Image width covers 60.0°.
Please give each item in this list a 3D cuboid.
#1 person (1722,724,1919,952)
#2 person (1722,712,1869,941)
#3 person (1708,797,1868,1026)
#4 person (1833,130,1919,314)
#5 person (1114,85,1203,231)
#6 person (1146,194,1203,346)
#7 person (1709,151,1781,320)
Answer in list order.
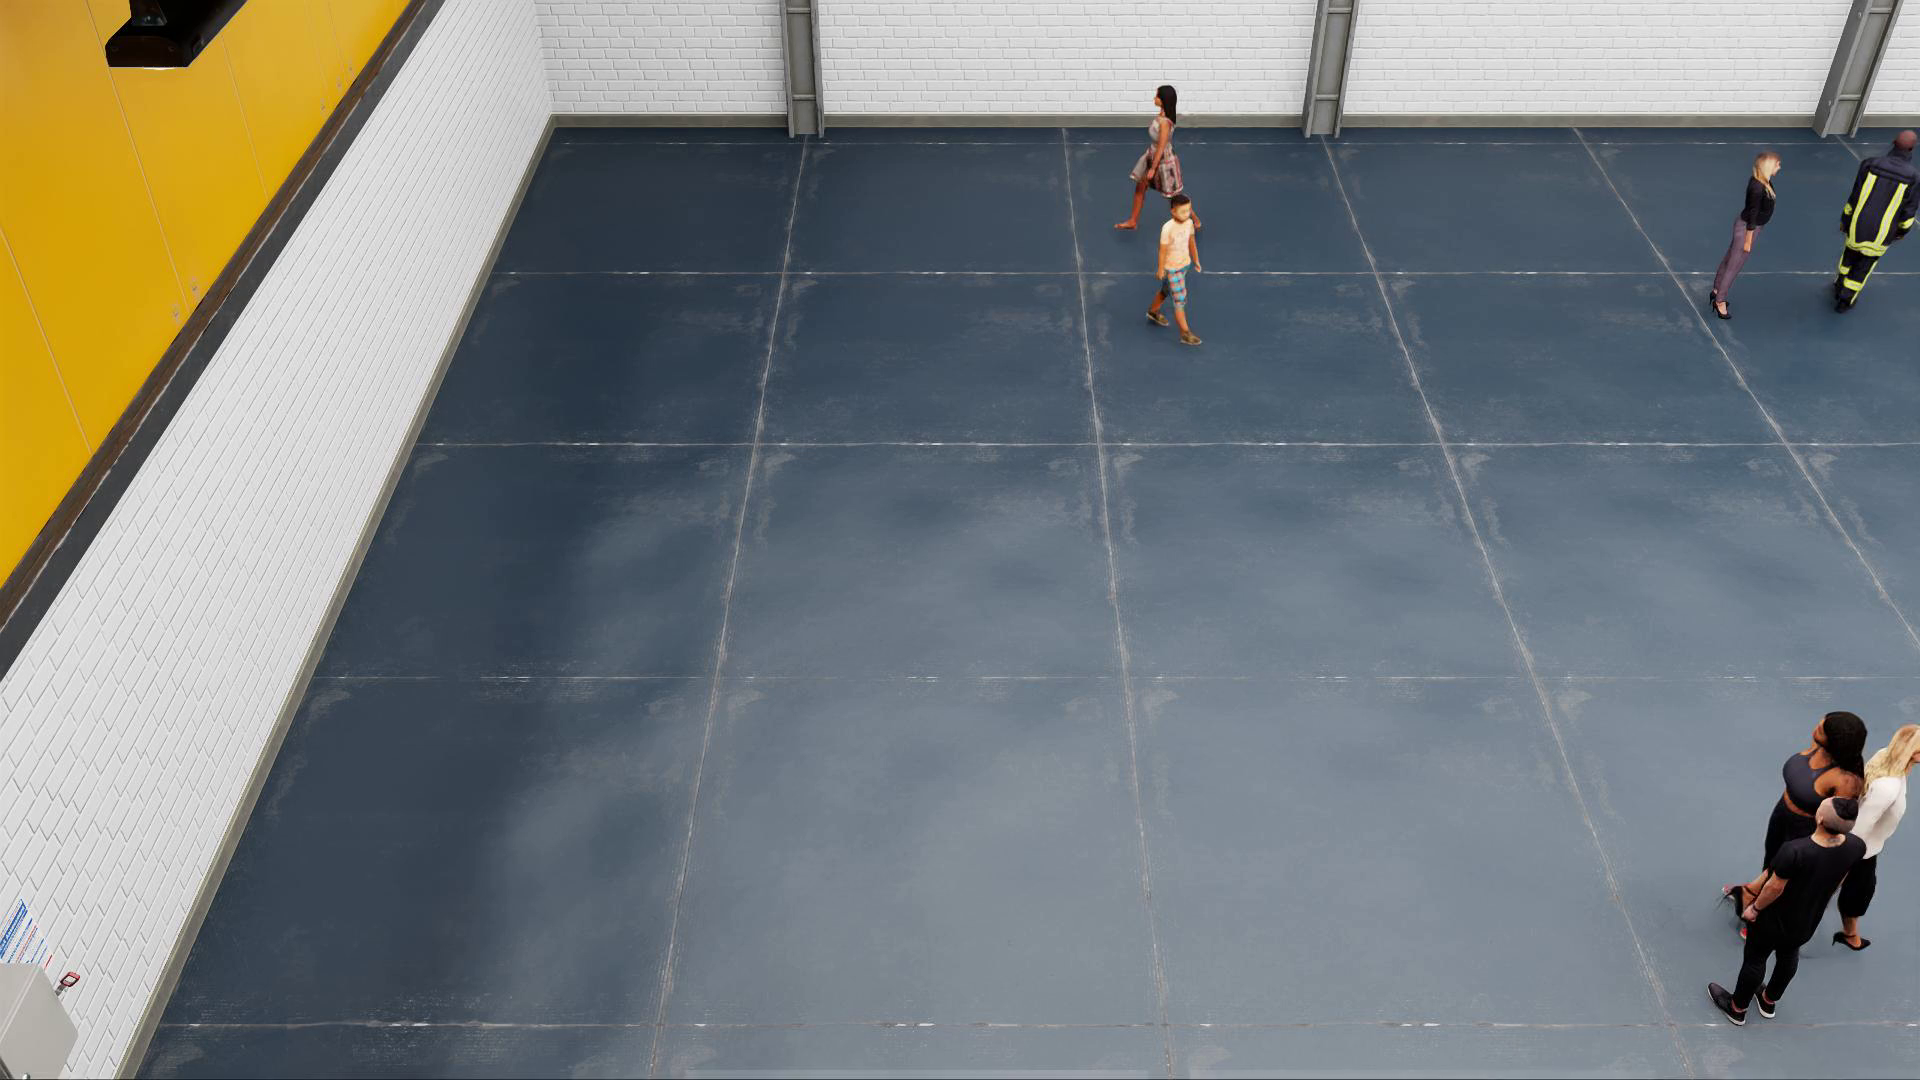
[{"bbox_3d":[5.148,1.757,9.808,1.181,1.821,0.864,17,42,20],"label":"person"},{"bbox_3d":[5.034,1.684,9.904,0.619,1.814,0.664,2,39,3],"label":"person"},{"bbox_3d":[4.698,2.063,9.389,0.607,1.865,0.799,-8,39,-10],"label":"person"},{"bbox_3d":[8.648,-3.000,15.778,1.012,1.803,1.067,29,47,31],"label":"person"},{"bbox_3d":[2.145,-3.827,16.972,1.118,1.606,0.629,-1,39,-1],"label":"person"},{"bbox_3d":[1.964,-2.578,15.551,0.953,1.427,1.005,-31,48,-33],"label":"person"},{"bbox_3d":[7.427,-2.905,15.767,0.628,1.668,0.656,12,40,15],"label":"person"}]
